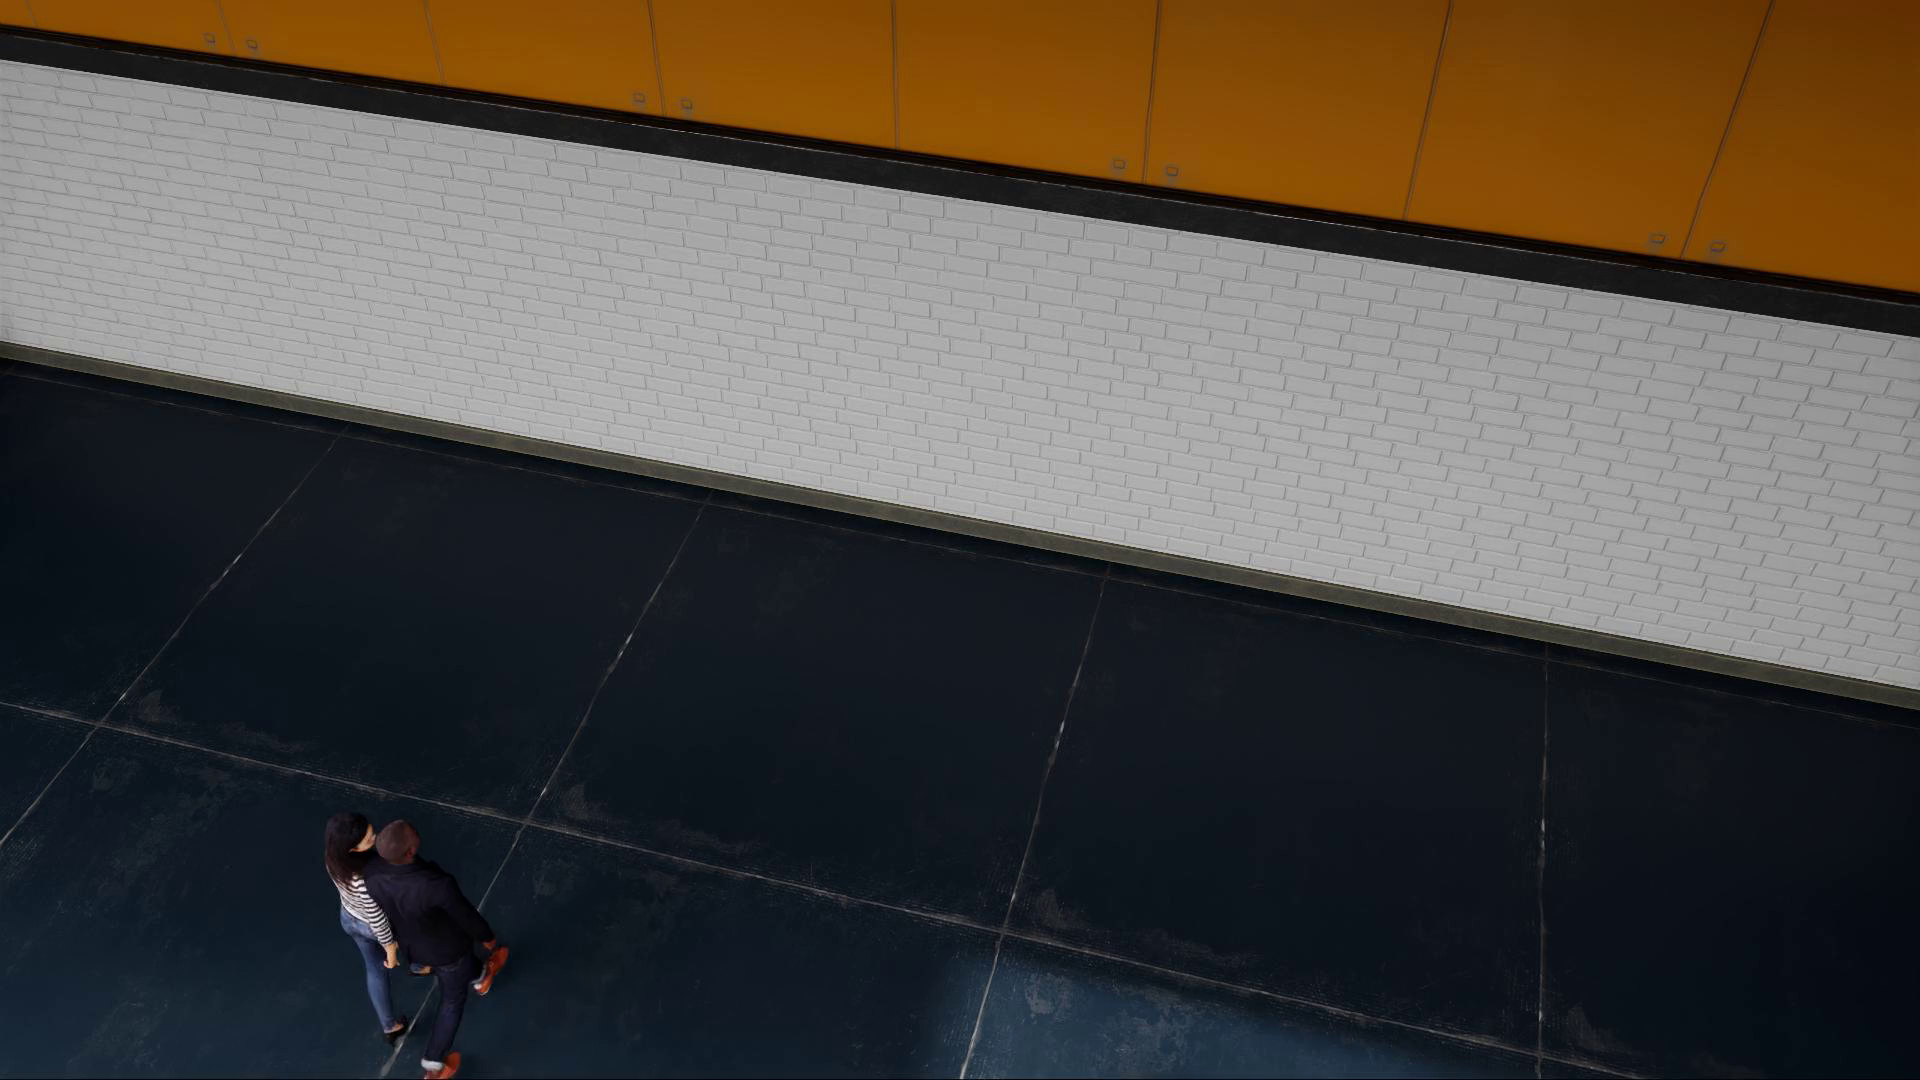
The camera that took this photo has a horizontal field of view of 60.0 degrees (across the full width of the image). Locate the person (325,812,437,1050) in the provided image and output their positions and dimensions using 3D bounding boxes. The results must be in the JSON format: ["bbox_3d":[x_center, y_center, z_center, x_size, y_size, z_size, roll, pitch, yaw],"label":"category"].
[{"bbox_3d":[-3.032,2.039,8.541,0.683,1.755,0.863,18,47,18],"label":"person"}]

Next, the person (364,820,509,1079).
[{"bbox_3d":[-2.712,2.098,8.459,0.856,1.783,1.216,19,47,19],"label":"person"}]
